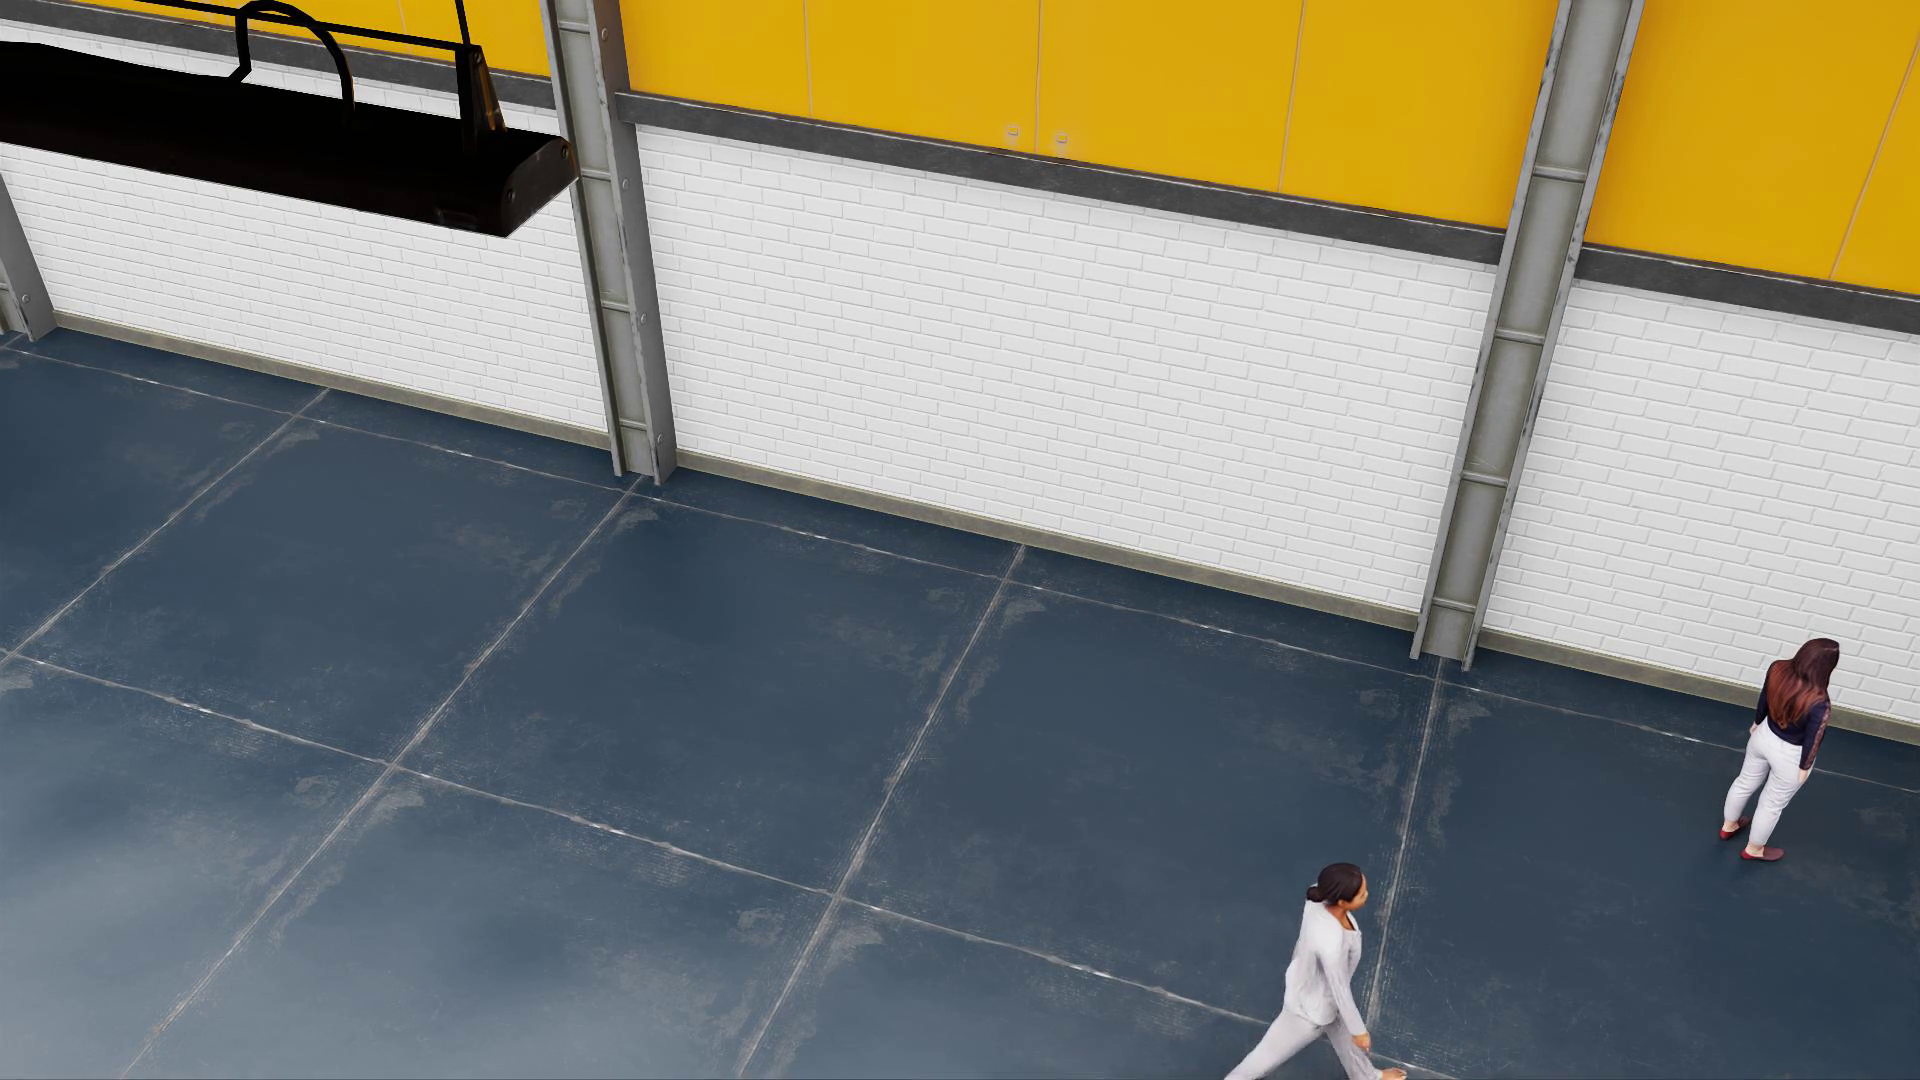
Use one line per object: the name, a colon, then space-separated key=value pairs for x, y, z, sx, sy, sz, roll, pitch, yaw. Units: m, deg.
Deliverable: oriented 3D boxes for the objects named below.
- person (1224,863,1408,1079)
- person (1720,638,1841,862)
person: x=1.614 y=2.187 z=7.981 sx=1.191 sy=1.687 sz=0.789 roll=5 pitch=39 yaw=7
person: x=4.618 y=1.165 z=9.324 sx=0.728 sy=1.608 sz=0.684 roll=-13 pitch=40 yaw=-15
